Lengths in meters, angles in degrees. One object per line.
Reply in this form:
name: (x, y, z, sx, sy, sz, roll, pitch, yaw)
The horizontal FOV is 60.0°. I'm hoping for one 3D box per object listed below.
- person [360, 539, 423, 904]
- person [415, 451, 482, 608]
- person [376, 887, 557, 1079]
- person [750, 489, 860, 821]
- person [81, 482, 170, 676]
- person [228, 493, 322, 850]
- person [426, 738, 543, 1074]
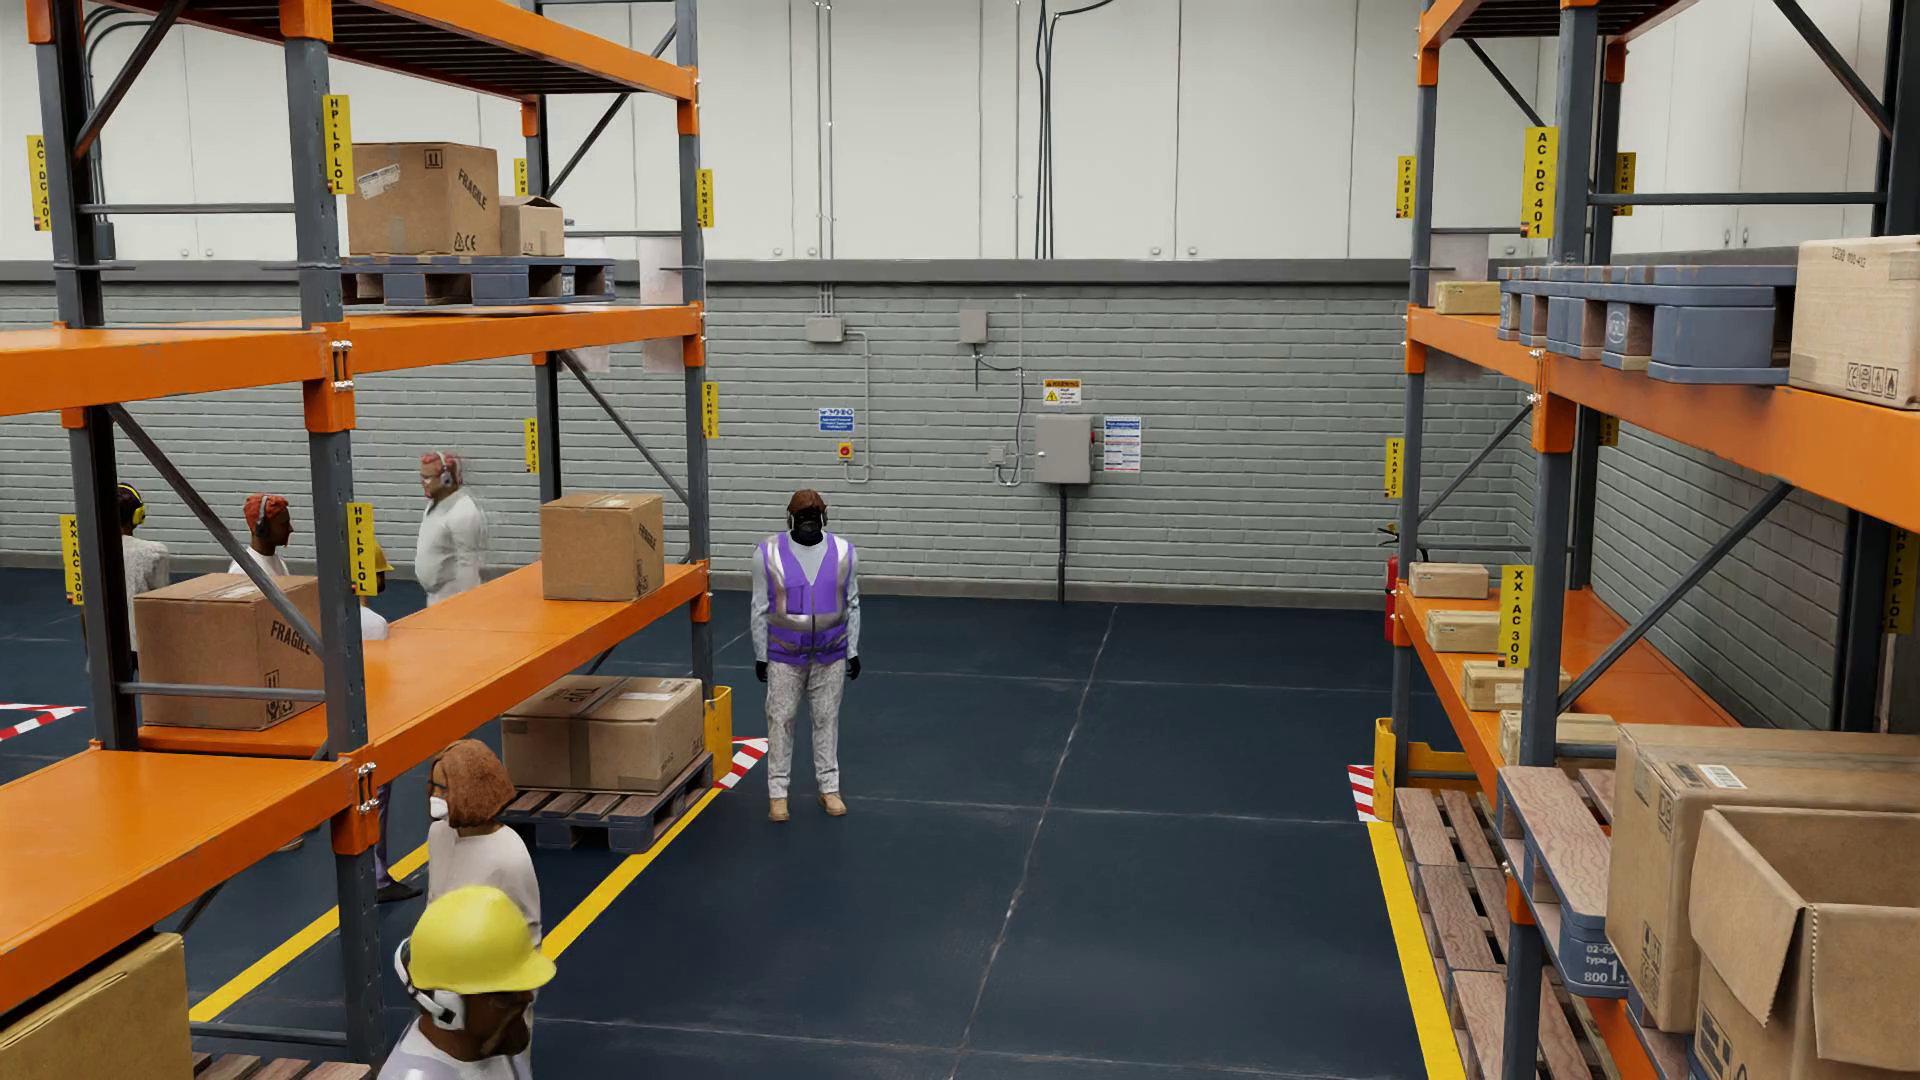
person: (-2.853, 0.863, 8.022, 0.535, 1.767, 0.317, 8, 12, 40)
person: (-3.255, 0.356, 10.753, 0.622, 1.889, 0.670, -6, 11, -31)
person: (-1.005, 1.582, 3.419, 0.414, 1.821, 0.603, -1, 9, -4)
person: (-0.847, 0.630, 9.221, 0.619, 1.845, 0.430, -3, 10, -16)
person: (-4.584, 0.614, 9.228, 0.518, 1.874, 0.326, -2, 9, -12)
person: (-3.641, 0.687, 8.769, 0.354, 1.880, 0.577, -1, 9, -4)
person: (-1.465, 1.402, 5.100, 0.501, 1.633, 0.284, 8, 12, 40)
